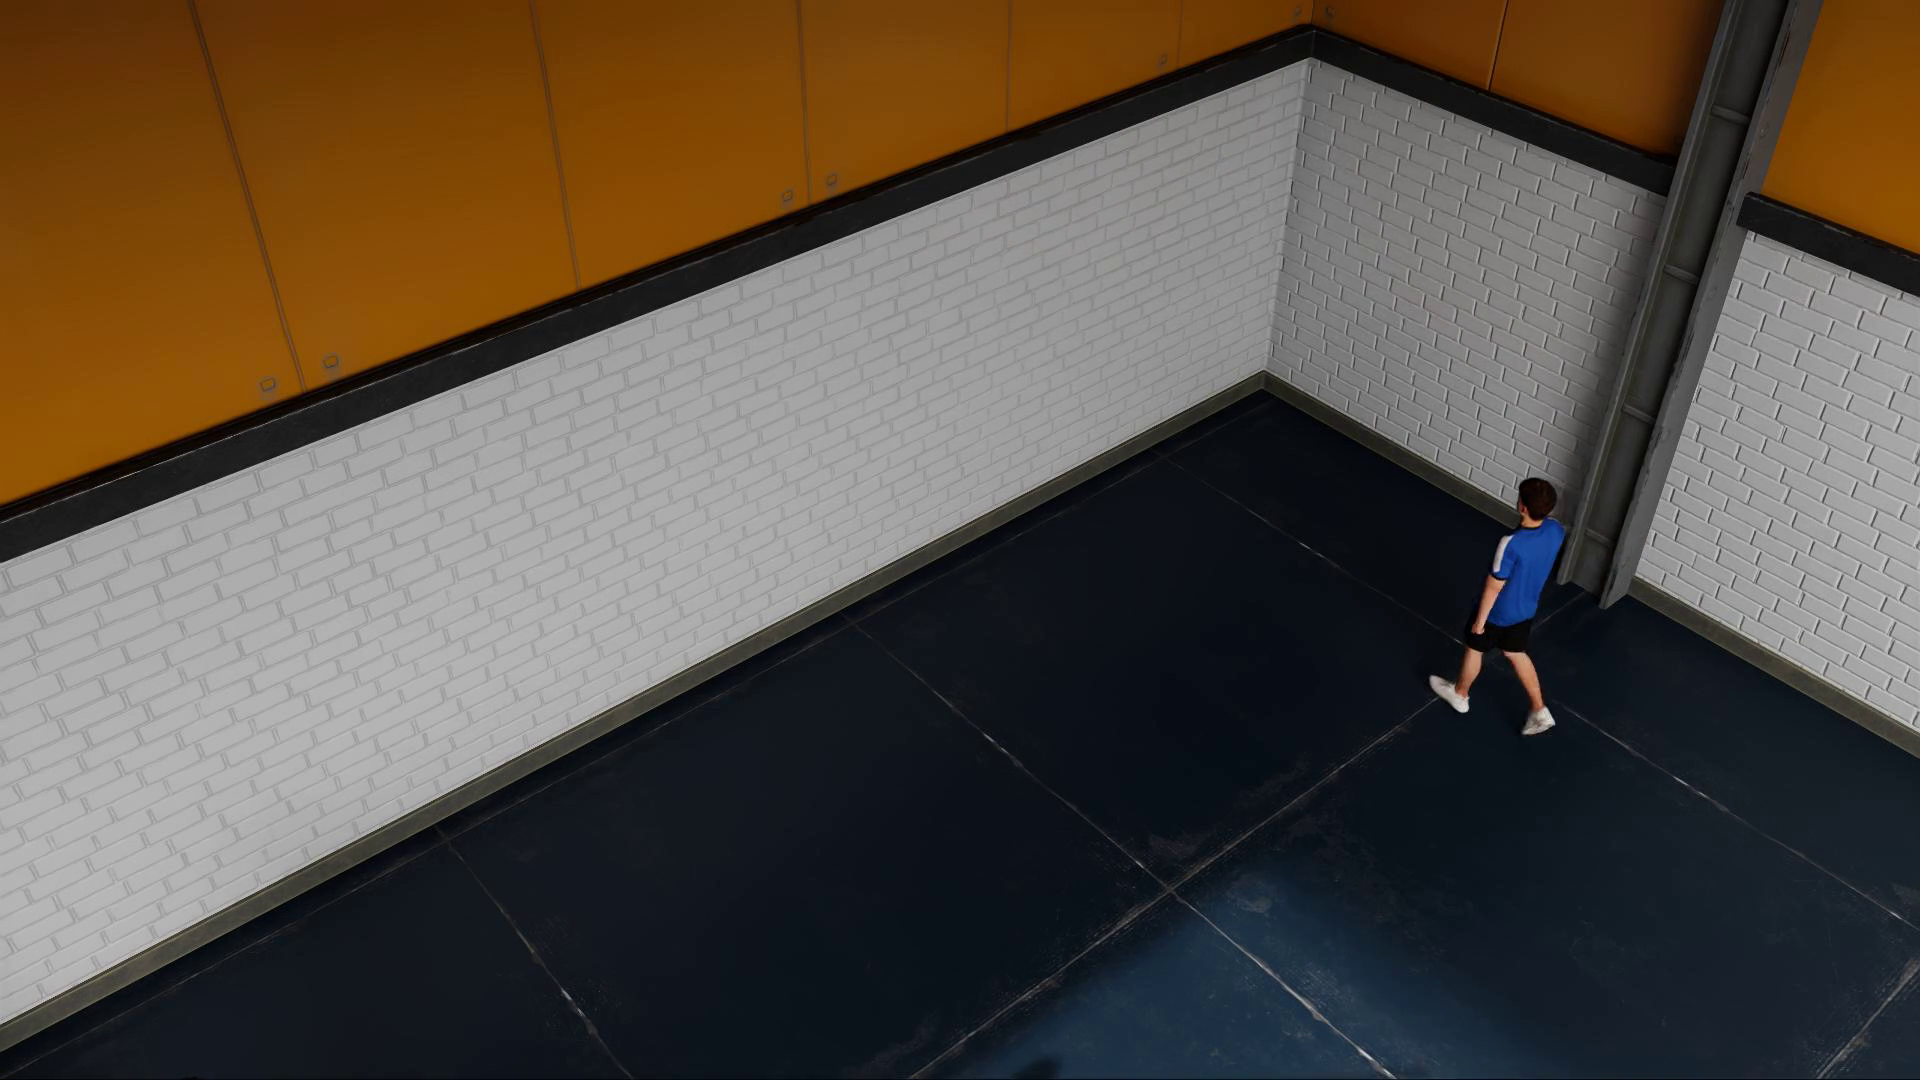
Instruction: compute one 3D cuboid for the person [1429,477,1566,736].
[{"bbox_3d":[3.346,0.438,9.976,0.775,1.842,1.139,-21,43,-24],"label":"person"}]
